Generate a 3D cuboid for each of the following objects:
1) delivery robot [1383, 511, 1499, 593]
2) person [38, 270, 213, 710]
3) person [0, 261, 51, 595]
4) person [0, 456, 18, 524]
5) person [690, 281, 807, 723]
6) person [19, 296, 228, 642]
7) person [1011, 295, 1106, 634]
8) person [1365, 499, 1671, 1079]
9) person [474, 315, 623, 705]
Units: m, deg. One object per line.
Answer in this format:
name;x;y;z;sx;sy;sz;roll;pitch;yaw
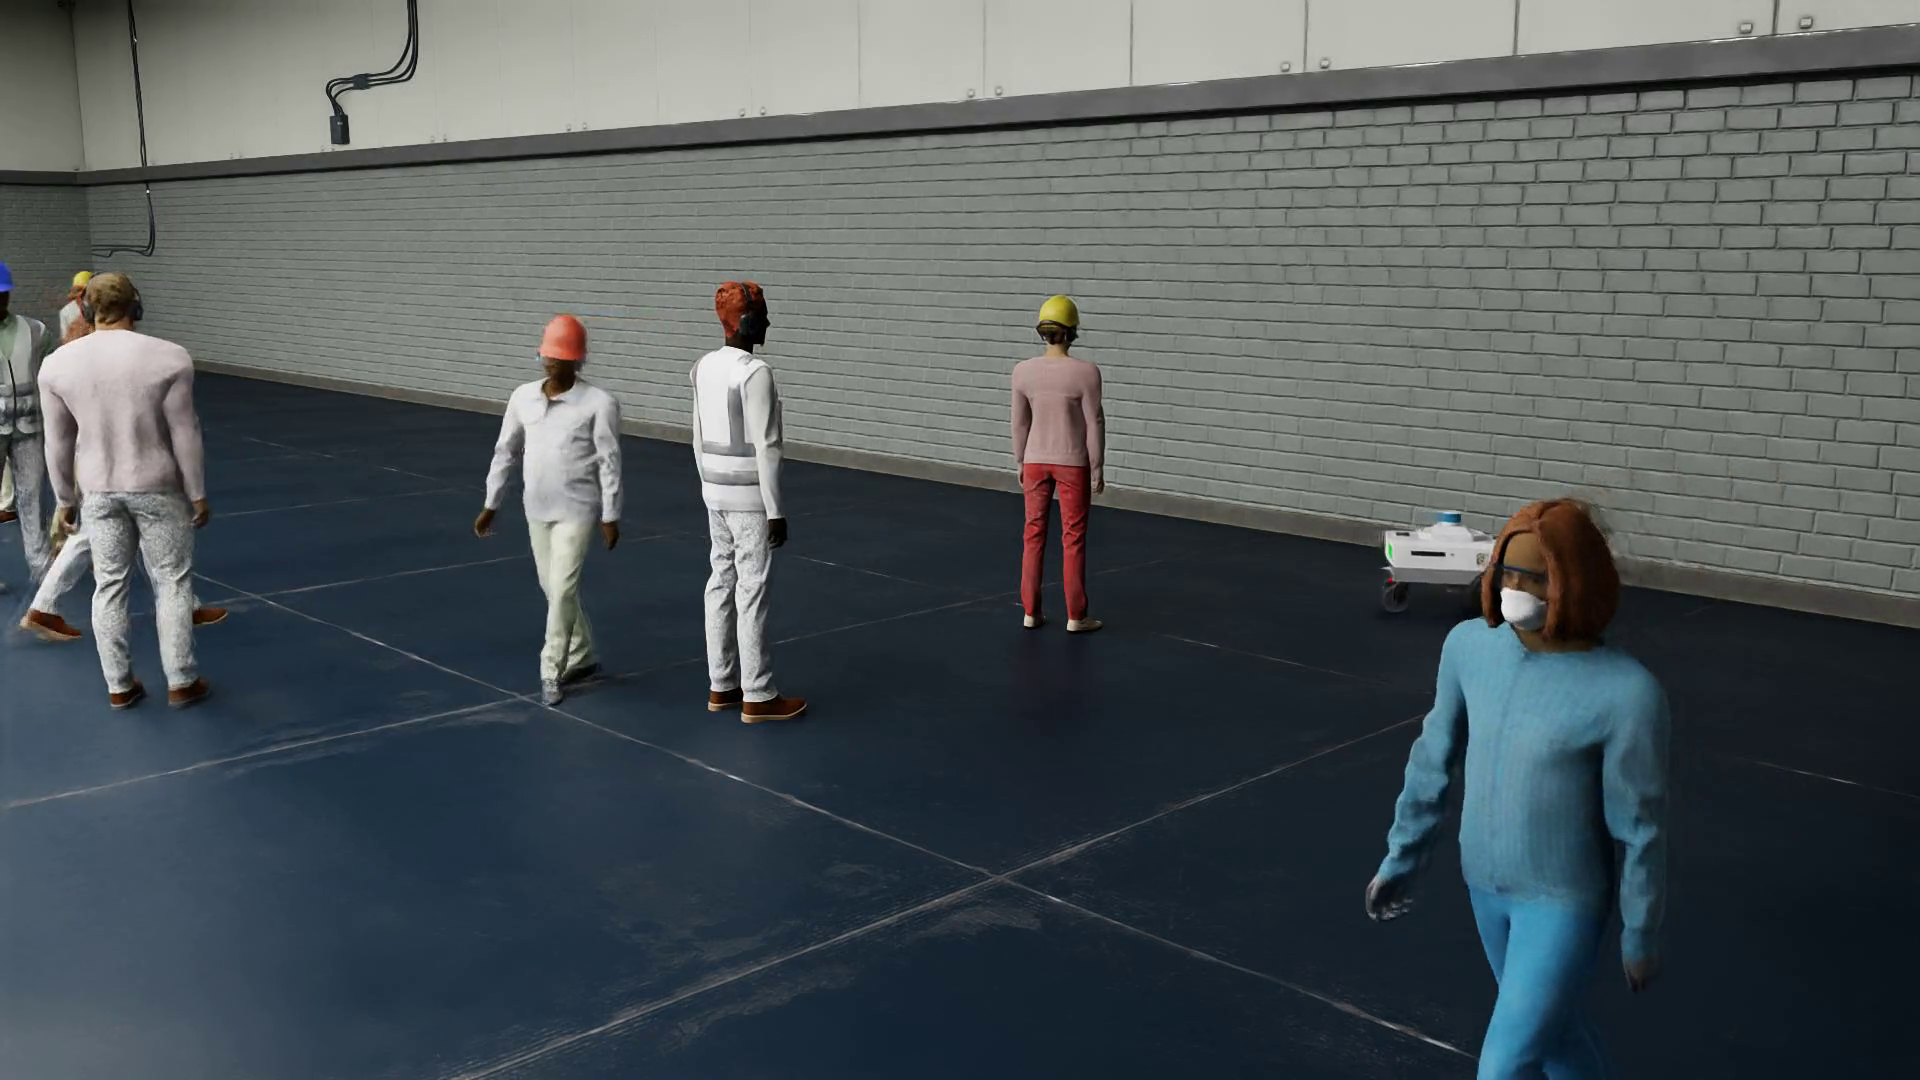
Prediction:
delivery robot;2.709;0.081;9.202;0.707;0.478;0.477;2;11;13
person;-3.619;-0.198;7.261;0.642;1.934;0.391;-1;10;-7
person;-5.561;-0.657;9.689;0.410;1.943;0.616;8;13;38
person;-7.053;-0.922;11.983;0.502;1.632;0.277;8;13;37
person;-0.925;-0.159;7.146;0.356;1.883;0.573;-9;13;-39
person;-4.378;-0.393;8.536;0.571;1.848;0.957;9;14;41
person;0.516;-0.388;8.700;0.525;1.772;0.307;5;12;26
person;1.128;0.698;3.282;0.870;1.589;0.511;-6;12;-28
person;-1.833;-0.148;7.508;0.659;1.726;0.517;5;11;24
